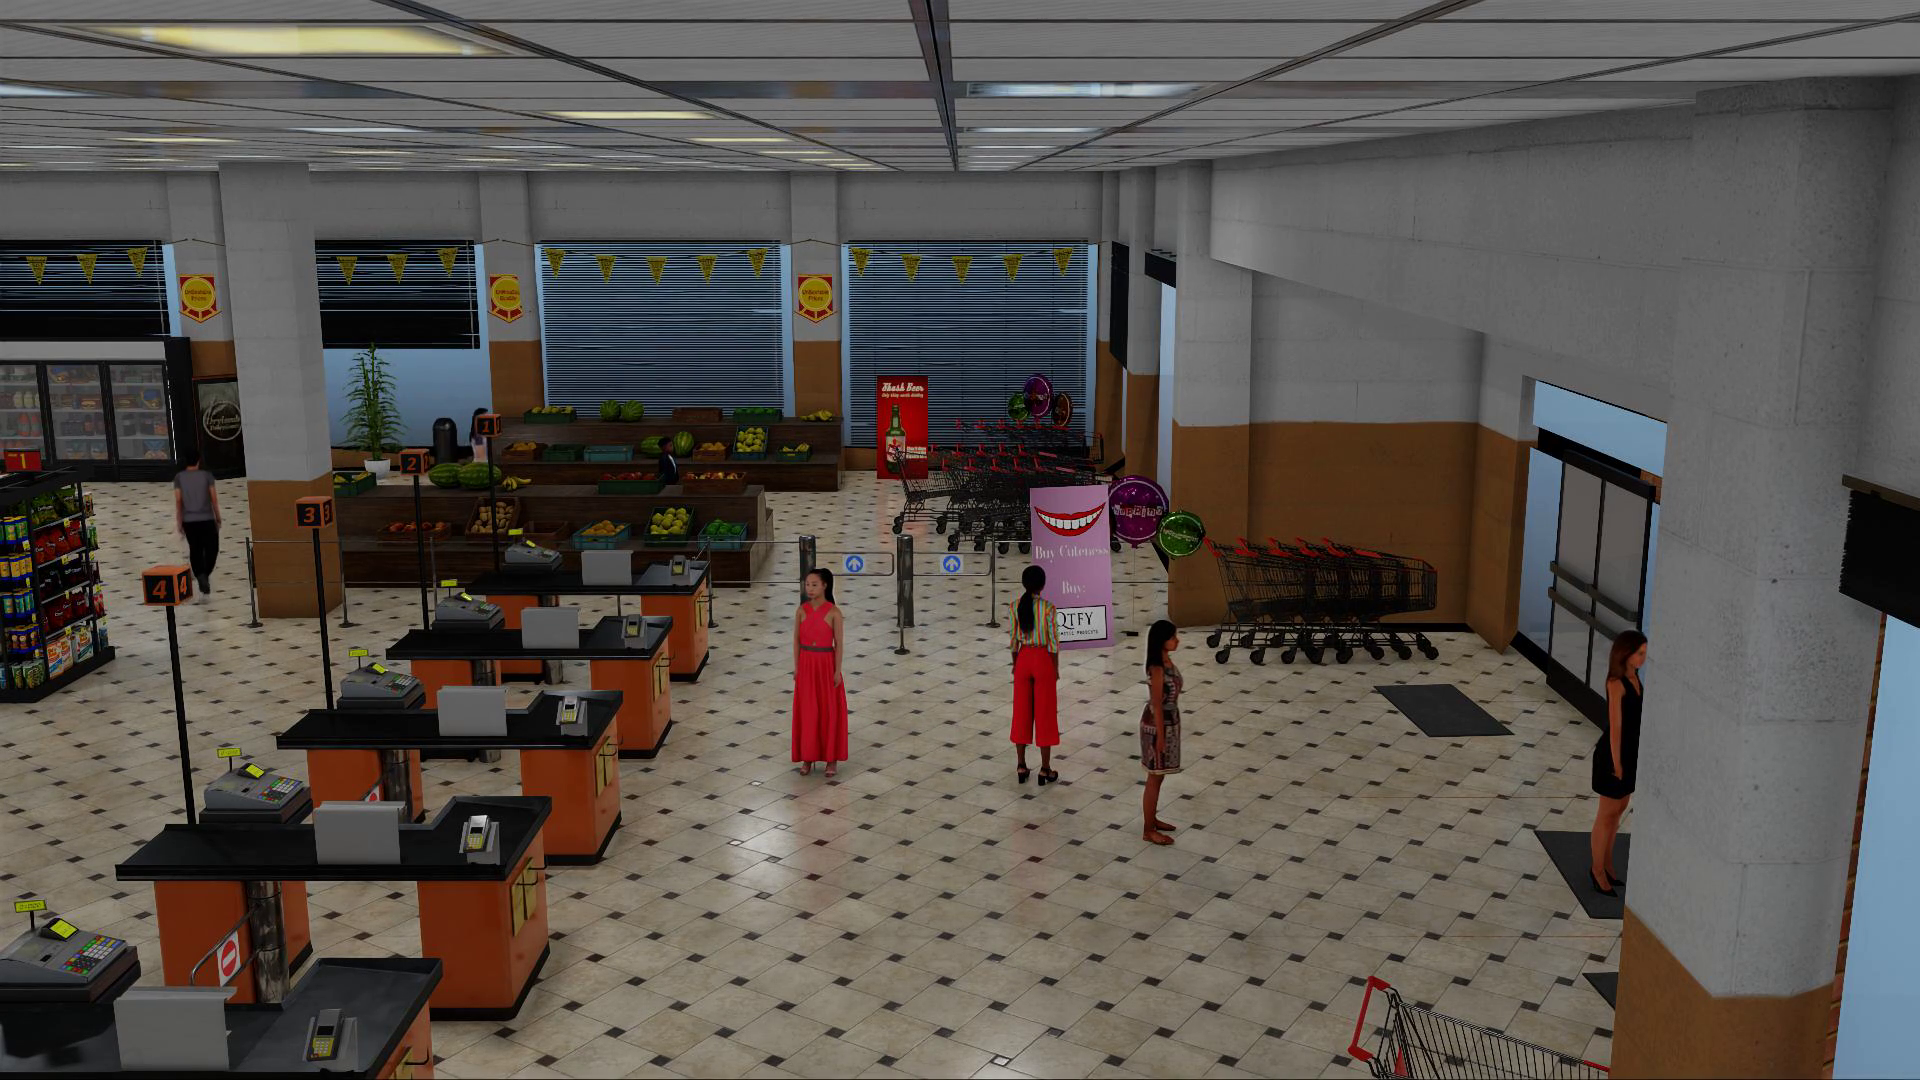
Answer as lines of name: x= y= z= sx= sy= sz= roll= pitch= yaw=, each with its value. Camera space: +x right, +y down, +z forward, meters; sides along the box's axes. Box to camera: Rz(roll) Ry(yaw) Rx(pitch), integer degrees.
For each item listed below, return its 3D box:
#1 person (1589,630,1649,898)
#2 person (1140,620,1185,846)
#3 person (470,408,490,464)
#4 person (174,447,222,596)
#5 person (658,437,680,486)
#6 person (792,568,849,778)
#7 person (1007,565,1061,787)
person: x=4.438 y=1.496 z=11.216 sx=0.699 sy=1.834 sz=0.664 roll=9 pitch=15 yaw=36
person: x=1.465 y=1.384 z=12.210 sx=0.600 sy=1.645 sz=0.693 roll=3 pitch=12 yaw=12
person: x=-6.808 y=-0.996 z=23.420 sx=0.980 sy=1.682 sz=0.687 roll=-2 pitch=12 yaw=-9
person: x=-8.935 y=-0.197 z=19.505 sx=0.979 sy=1.731 sz=0.813 roll=-3 pitch=12 yaw=-12
person: x=-4.198 y=-0.837 z=23.666 sx=0.509 sy=1.269 sz=0.494 roll=0 pitch=12 yaw=0
person: x=-1.144 y=1.070 z=13.498 sx=0.598 sy=1.727 sz=0.735 roll=3 pitch=12 yaw=16
person: x=0.597 y=1.074 z=13.322 sx=0.599 sy=1.792 sz=0.733 roll=5 pitch=13 yaw=22
